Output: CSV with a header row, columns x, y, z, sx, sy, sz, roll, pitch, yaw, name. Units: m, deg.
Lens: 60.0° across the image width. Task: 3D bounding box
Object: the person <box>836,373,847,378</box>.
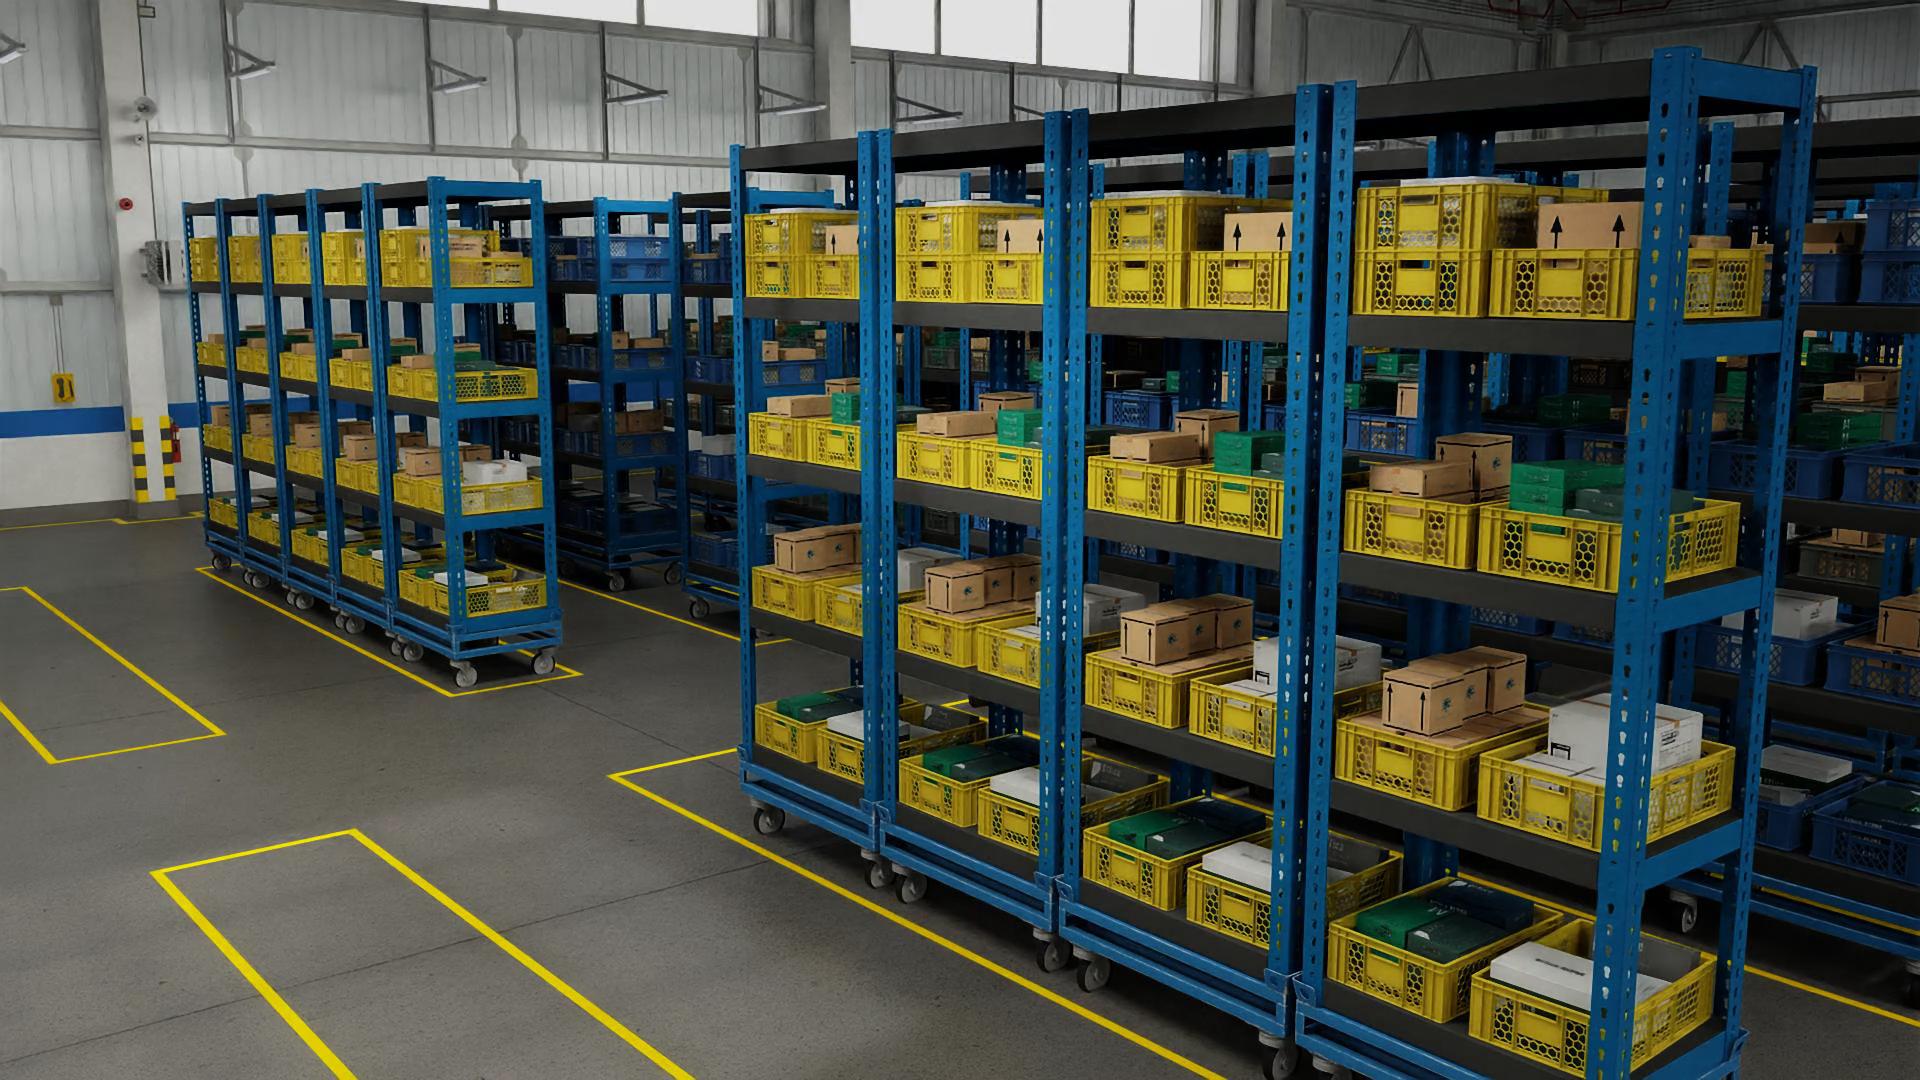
x,y,z,sx,sy,sz,roll,pitch,yaw,name
-1.313,-1.038,18.971,0.564,1.838,0.390,-8,12,-38,person
